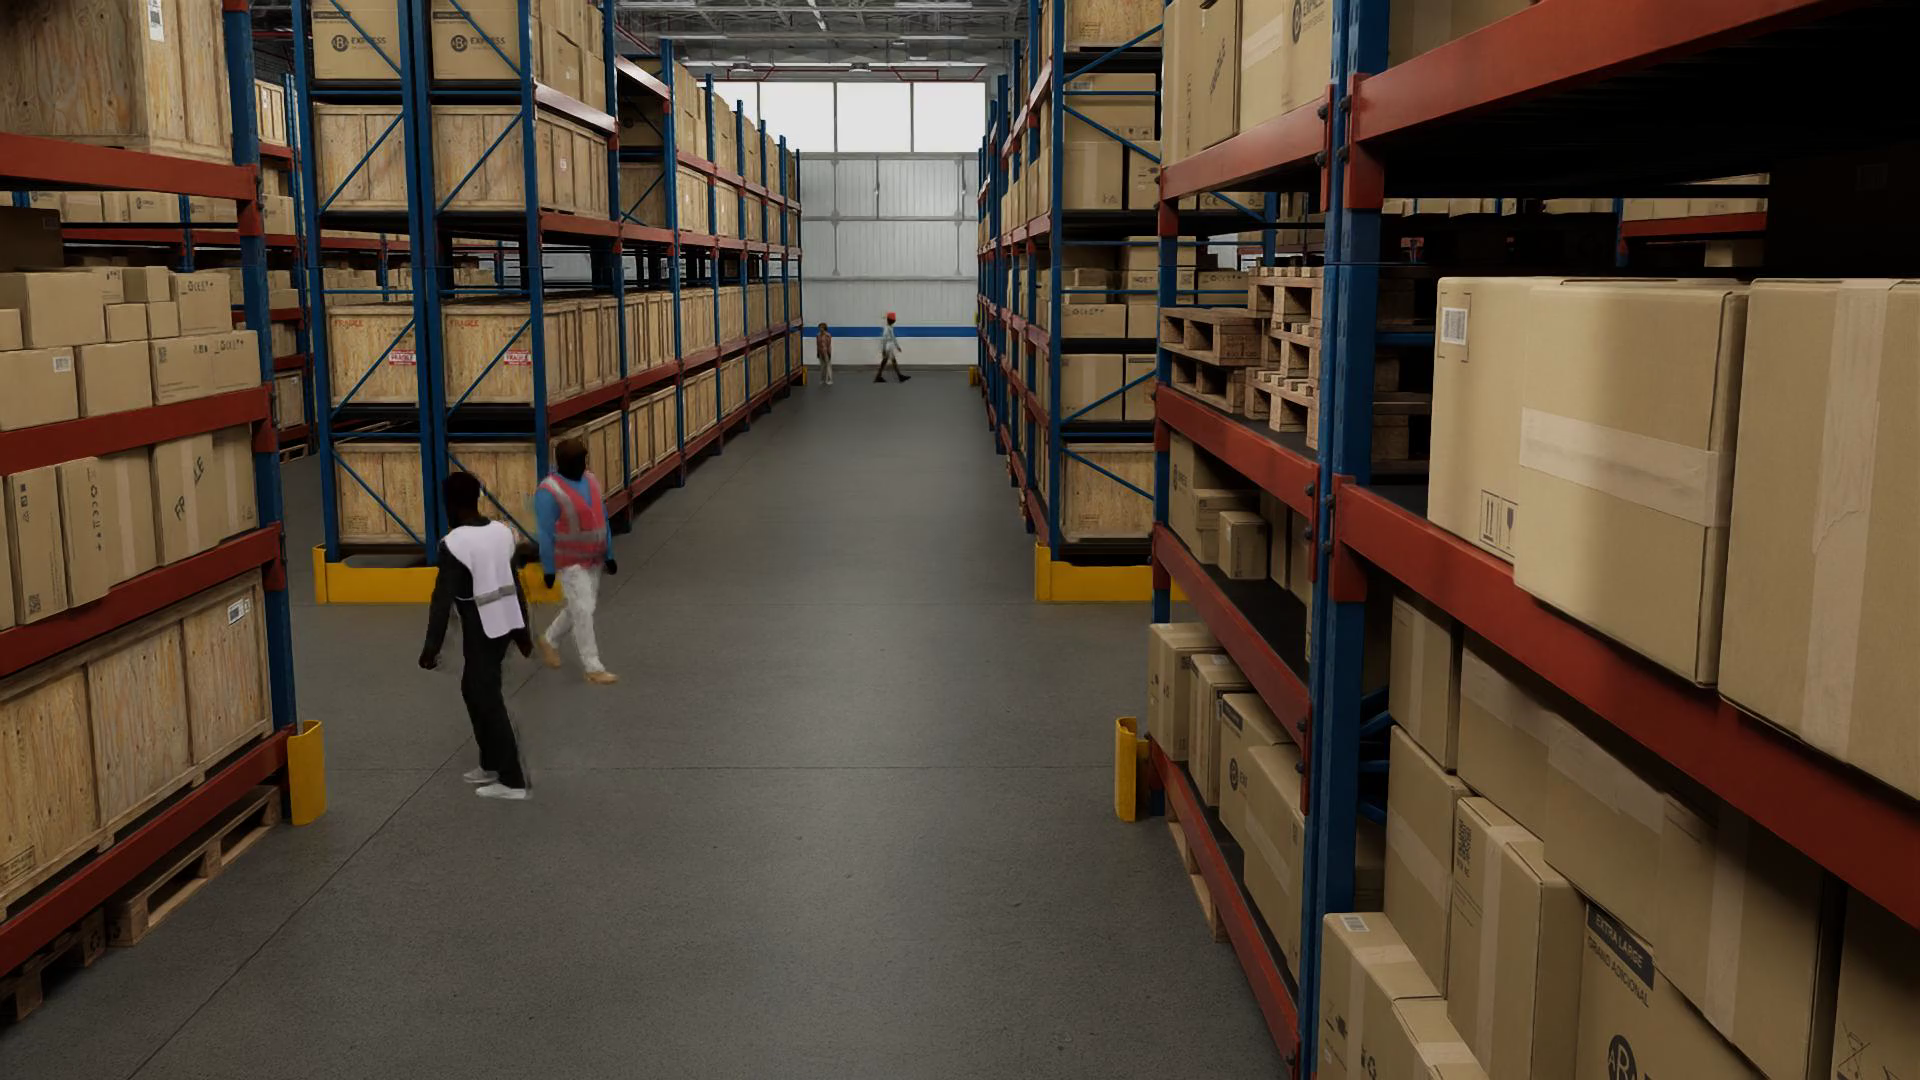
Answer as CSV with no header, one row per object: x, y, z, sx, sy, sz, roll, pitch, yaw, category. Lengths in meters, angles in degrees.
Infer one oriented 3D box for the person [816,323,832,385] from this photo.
-3.557,-4.881,43.633,0.529,1.627,0.322,9,13,44,person

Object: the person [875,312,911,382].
-1.818,-5.133,44.385,1.010,1.874,0.565,1,9,4,person

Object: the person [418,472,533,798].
-2.778,0.552,9.534,0.671,1.885,0.595,2,10,14,person

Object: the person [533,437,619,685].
-2.871,0.136,12.276,0.841,1.820,0.621,5,10,26,person
